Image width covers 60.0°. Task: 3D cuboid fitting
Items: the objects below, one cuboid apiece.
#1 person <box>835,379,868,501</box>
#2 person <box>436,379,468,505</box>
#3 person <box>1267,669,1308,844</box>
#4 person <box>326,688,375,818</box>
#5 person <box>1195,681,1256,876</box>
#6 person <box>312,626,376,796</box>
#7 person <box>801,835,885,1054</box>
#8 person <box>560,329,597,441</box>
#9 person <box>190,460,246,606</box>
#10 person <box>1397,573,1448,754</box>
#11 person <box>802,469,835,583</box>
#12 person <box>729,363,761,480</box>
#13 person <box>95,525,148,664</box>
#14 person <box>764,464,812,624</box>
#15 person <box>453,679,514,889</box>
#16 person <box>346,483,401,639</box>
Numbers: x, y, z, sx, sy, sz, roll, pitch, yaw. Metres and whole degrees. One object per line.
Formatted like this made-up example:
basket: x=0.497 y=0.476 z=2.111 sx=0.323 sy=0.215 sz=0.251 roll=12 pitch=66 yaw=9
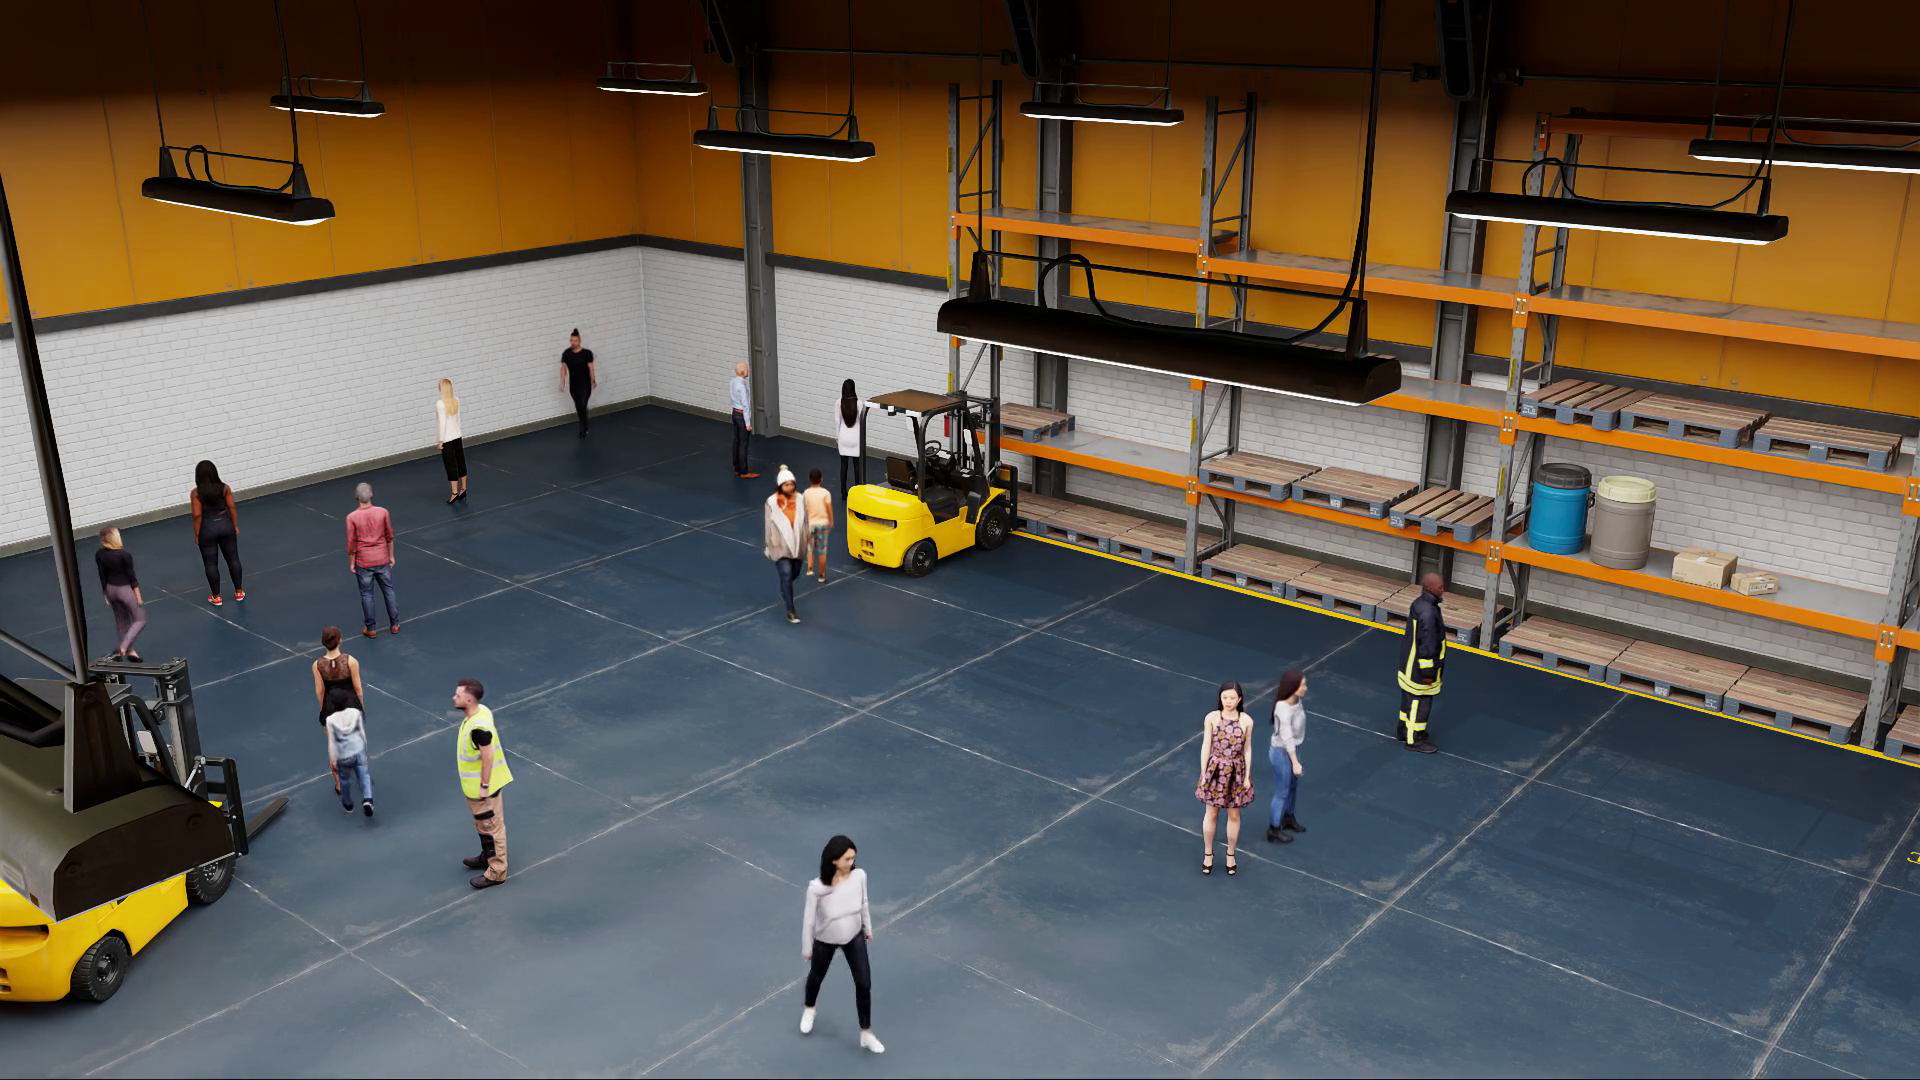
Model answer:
person: x=-1.621 y=-1.477 z=24.412 sx=0.607 sy=1.807 sz=0.741 roll=4 pitch=19 yaw=12
person: x=-7.425 y=-1.441 z=24.224 sx=0.629 sy=1.858 sz=0.685 roll=7 pitch=20 yaw=21
person: x=2.836 y=1.900 z=14.670 sx=0.632 sy=1.623 sz=0.658 roll=8 pitch=20 yaw=23
person: x=-5.537 y=1.942 z=15.131 sx=0.628 sy=1.250 sz=0.813 roll=-12 pitch=22 yaw=-32
person: x=2.252 y=2.017 z=14.086 sx=0.781 sy=1.774 sz=0.859 roll=2 pitch=19 yaw=6
person: x=-5.780 y=1.582 z=15.537 sx=0.680 sy=1.673 sz=0.726 roll=-4 pitch=19 yaw=-12
person: x=-0.897 y=2.821 z=11.885 sx=0.935 sy=1.655 sz=1.109 roll=-7 pitch=20 yaw=-20
person: x=-6.335 y=-2.633 z=27.794 sx=1.007 sy=1.838 sz=0.999 roll=4 pitch=19 yaw=11
person: x=-9.096 y=-0.109 z=20.334 sx=0.729 sy=1.815 sz=0.697 roll=-13 pitch=23 yaw=-34
person: x=4.570 y=1.187 z=16.479 sx=0.885 sy=1.821 sz=0.864 roll=2 pitch=19 yaw=5
person: x=-1.810 y=-0.168 z=21.081 sx=0.664 sy=1.451 sz=0.730 roll=2 pitch=19 yaw=5
person: x=-3.348 y=-1.846 z=25.534 sx=0.769 sy=1.789 sz=0.606 roll=-11 pitch=21 yaw=-29
person: x=-9.249 y=0.665 z=18.275 sx=0.810 sy=1.662 sz=0.844 roll=4 pitch=19 yaw=11
person: x=-2.091 y=0.005 z=19.936 sx=0.986 sy=1.854 sz=1.272 roll=-10 pitch=21 yaw=-27
person: x=-4.034 y=2.013 z=13.989 sx=0.902 sy=1.845 sz=0.823 roll=-6 pitch=20 yaw=-18
person: x=-6.834 y=0.225 z=19.322 sx=0.747 sy=1.829 sz=0.651 roll=-12 pitch=22 yaw=-32
